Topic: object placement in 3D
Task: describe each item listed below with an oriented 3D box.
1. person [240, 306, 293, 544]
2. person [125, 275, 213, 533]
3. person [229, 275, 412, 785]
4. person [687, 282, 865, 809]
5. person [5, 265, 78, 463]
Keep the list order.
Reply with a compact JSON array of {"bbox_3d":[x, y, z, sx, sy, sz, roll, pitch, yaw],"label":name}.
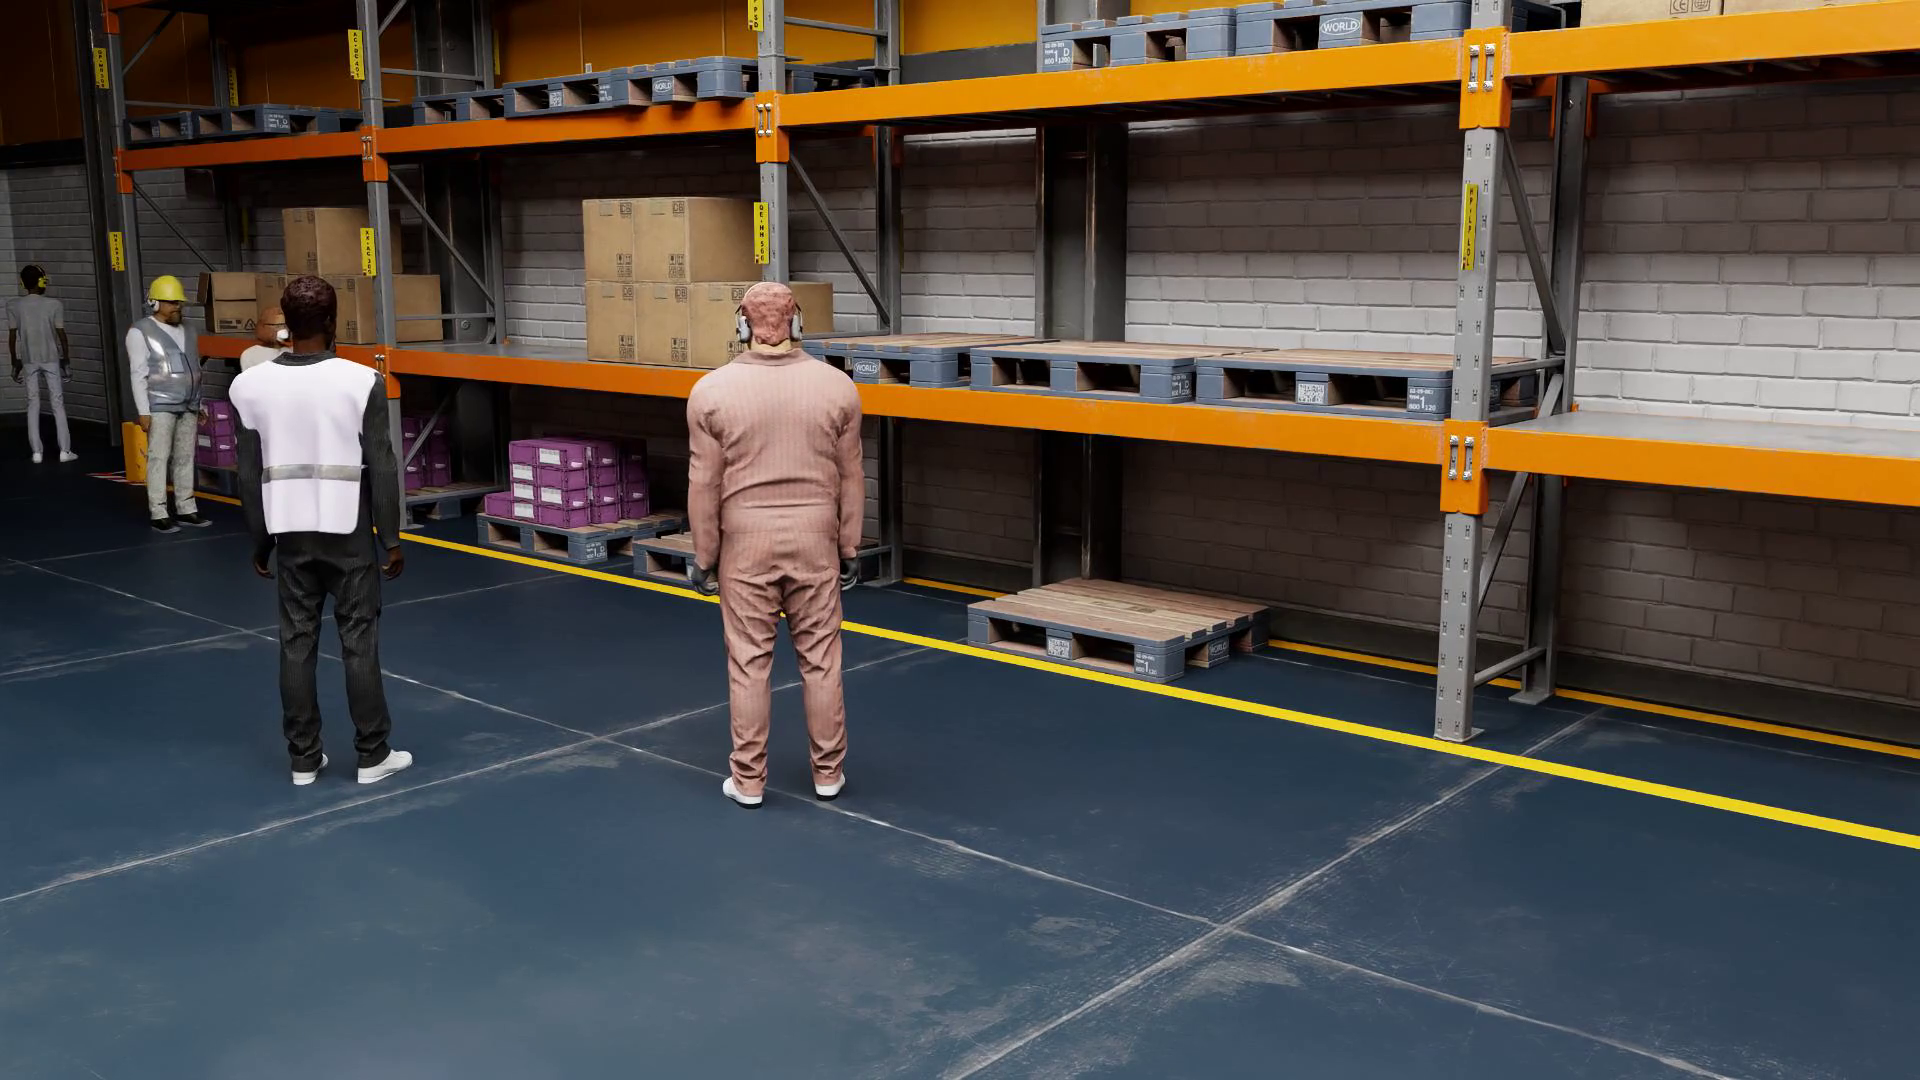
[{"bbox_3d":[-4.700,-0.791,11.477,0.272,1.629,0.499,6,12,32],"label":"person"},{"bbox_3d":[-5.640,-0.971,11.912,0.404,1.827,0.600,4,11,20],"label":"person"},{"bbox_3d":[-2.395,-0.022,6.252,0.587,1.920,0.391,0,10,0],"label":"person"},{"bbox_3d":[-0.664,0.027,6.030,0.638,1.903,0.408,-3,10,-15],"label":"person"},{"bbox_3d":[-8.692,-1.656,15.723,0.513,1.863,0.329,-3,11,-19],"label":"person"}]
